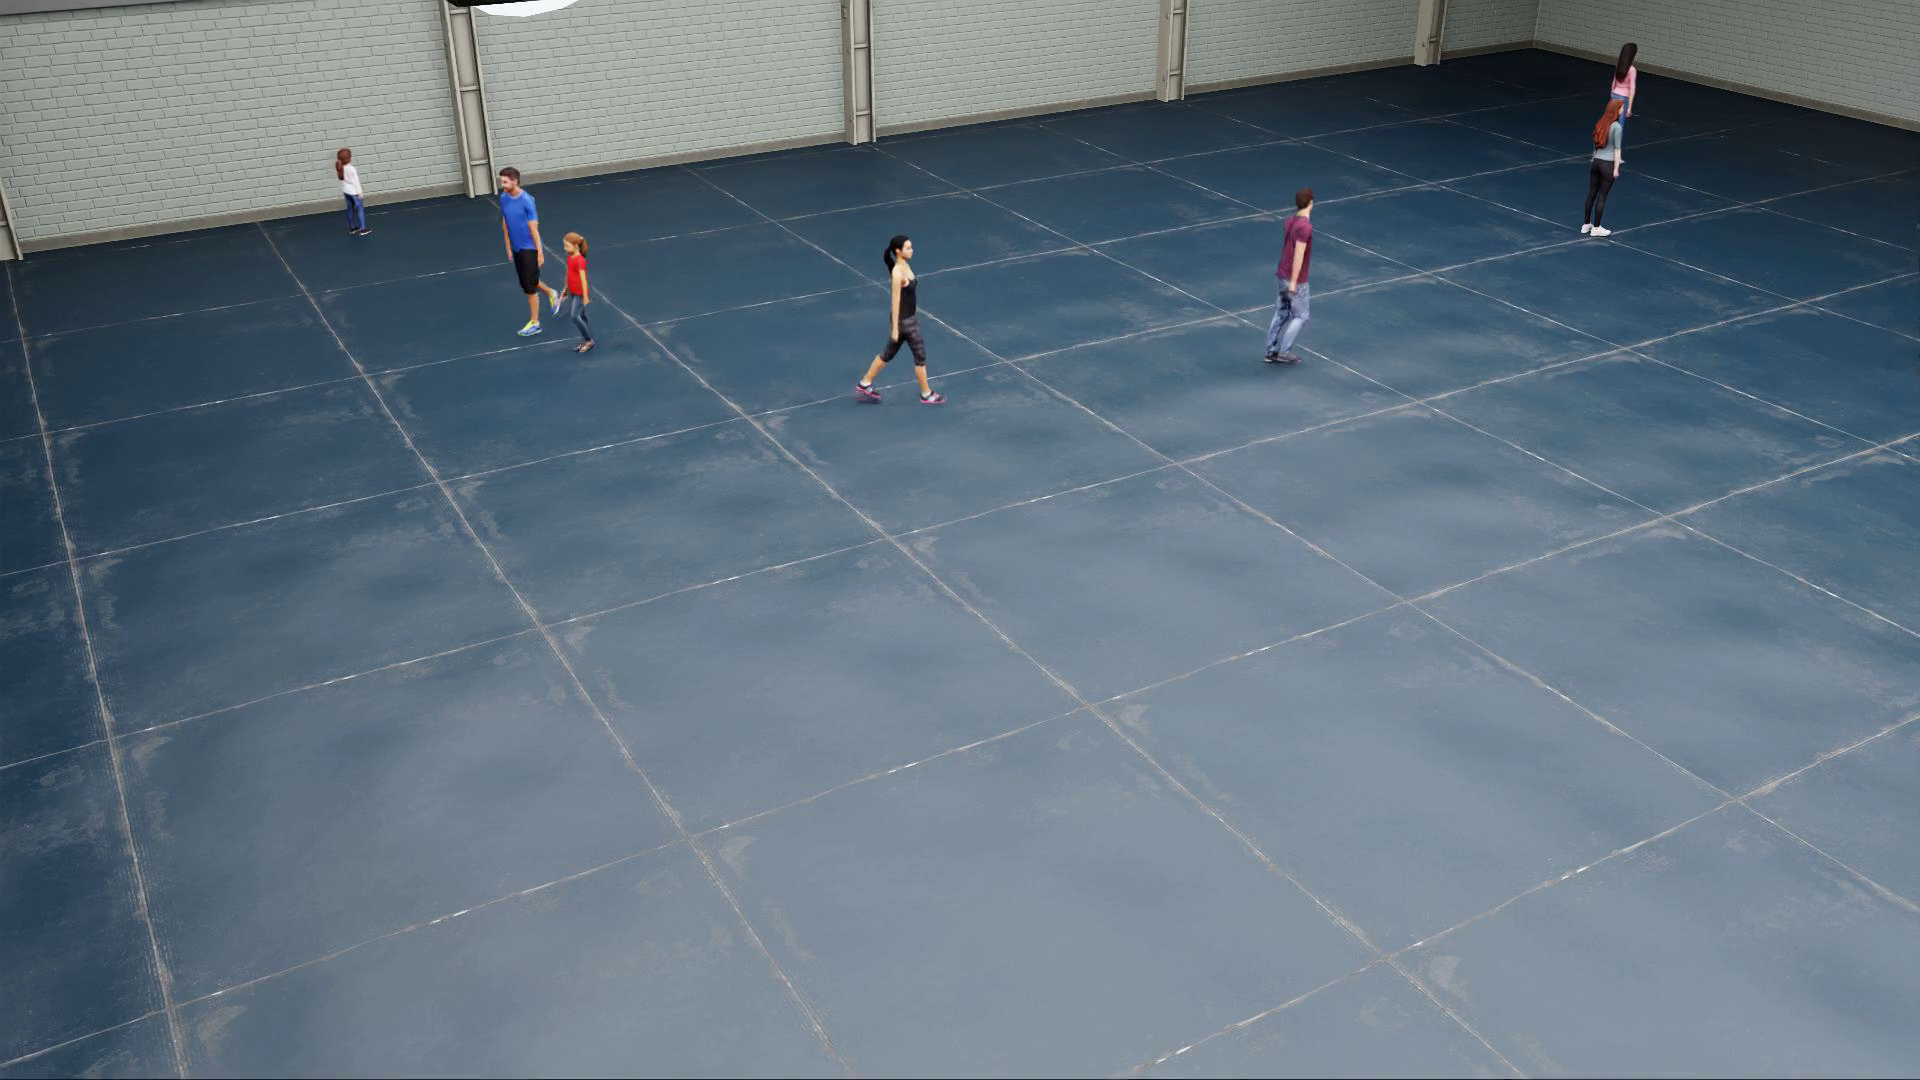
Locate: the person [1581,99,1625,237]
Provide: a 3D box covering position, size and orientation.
[{"bbox_3d":[8.268,-4.788,21.354,0.573,1.743,0.612,-11,29,-20],"label":"person"}]

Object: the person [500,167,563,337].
[{"bbox_3d":[-4.654,-3.174,18.120,0.963,1.834,1.149,12,30,23],"label":"person"}]

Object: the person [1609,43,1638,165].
[{"bbox_3d":[9.784,-6.485,24.650,0.531,1.742,0.584,-11,29,-20],"label":"person"}]

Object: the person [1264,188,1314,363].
[{"bbox_3d":[3.396,-2.697,17.222,0.744,1.807,0.740,-3,27,-6],"label":"person"}]

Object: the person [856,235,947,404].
[{"bbox_3d":[-0.657,-2.117,16.231,1.179,1.684,1.009,3,27,6],"label":"person"}]

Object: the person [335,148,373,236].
[{"bbox_3d":[-7.891,-4.515,21.518,0.544,1.108,0.595,13,30,23],"label":"person"}]

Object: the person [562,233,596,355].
[{"bbox_3d":[-3.996,-2.635,17.657,0.491,1.301,0.483,-16,31,-28],"label":"person"}]
